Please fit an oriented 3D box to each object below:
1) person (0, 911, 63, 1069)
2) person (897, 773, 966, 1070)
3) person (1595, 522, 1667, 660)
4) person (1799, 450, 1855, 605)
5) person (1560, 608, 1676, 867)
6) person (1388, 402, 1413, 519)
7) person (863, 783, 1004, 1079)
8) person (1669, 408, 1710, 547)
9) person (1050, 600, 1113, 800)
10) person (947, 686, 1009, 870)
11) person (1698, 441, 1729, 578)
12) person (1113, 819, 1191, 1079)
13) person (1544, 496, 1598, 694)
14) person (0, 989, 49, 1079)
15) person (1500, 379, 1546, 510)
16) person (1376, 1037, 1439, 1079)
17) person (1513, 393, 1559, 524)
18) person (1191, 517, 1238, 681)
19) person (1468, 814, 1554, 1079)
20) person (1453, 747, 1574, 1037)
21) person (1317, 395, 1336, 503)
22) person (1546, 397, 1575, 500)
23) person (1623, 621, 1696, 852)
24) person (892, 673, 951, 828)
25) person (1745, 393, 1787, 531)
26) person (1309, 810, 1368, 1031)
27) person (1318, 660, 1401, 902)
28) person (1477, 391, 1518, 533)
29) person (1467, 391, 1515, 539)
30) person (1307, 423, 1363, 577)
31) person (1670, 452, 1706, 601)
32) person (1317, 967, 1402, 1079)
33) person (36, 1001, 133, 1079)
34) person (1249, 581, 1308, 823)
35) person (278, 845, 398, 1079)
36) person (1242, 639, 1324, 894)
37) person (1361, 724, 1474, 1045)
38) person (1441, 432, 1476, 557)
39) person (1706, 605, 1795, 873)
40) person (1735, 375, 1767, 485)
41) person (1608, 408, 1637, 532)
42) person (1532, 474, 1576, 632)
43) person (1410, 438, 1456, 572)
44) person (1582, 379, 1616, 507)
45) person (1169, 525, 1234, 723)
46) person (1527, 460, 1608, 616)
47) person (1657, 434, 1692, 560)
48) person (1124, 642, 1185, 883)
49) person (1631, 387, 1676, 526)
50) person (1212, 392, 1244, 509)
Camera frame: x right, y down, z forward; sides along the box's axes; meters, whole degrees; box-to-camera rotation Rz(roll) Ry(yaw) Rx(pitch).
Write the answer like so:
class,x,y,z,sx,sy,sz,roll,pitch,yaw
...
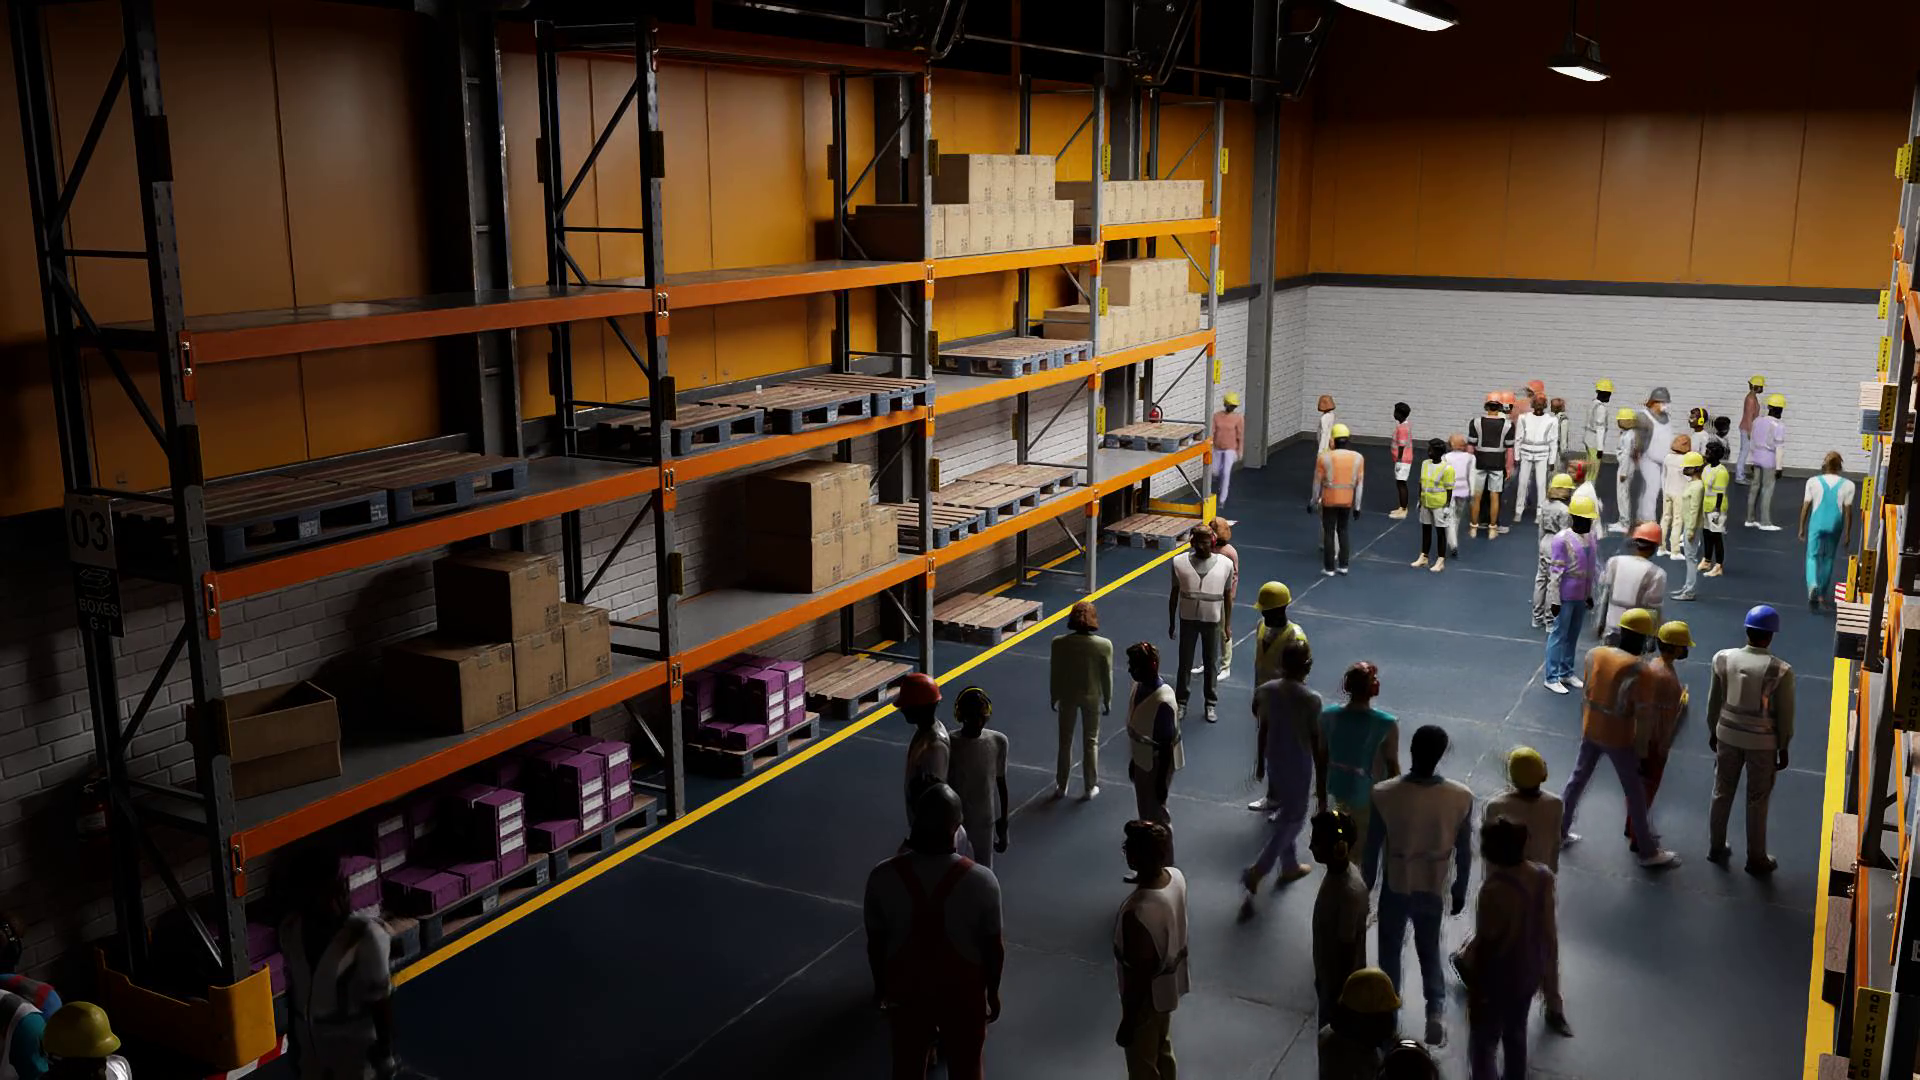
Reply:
class,x,y,z,sx,sy,sz,roll,pitch,yaw
person,-4.156,2.507,7.335,0.633,1.843,0.429,1,13,3
person,-0.172,2.128,9.357,0.317,1.695,0.540,9,16,36
person,5.993,0.783,14.913,0.579,1.903,0.594,-10,16,-37
person,9.949,-0.109,19.114,0.527,1.826,0.717,6,14,24
person,4.818,1.421,12.130,0.515,1.890,0.716,-7,15,-30
person,6.391,-1.154,24.074,0.322,1.688,0.531,3,13,15
person,-0.113,2.183,8.335,0.688,2.000,0.536,2,13,8
person,9.814,-0.844,22.272,0.329,1.872,0.508,1,13,3
person,0.968,1.281,13.318,0.504,1.624,0.295,2,13,8
person,0.064,1.807,10.435,0.510,1.860,0.333,-2,13,-10
person,9.335,-0.386,20.645,0.322,1.690,0.531,0,13,-2
person,0.951,2.285,8.318,0.375,1.843,0.575,6,14,26
person,5.924,0.519,16.043,0.594,1.925,0.376,-9,15,-34
person,-4.178,2.567,7.066,0.627,1.844,0.429,0,13,0
person,8.302,-1.397,24.536,0.625,1.968,0.629,-8,15,-32
person,1.647,2.746,6.271,0.501,1.841,0.349,1,13,5
person,8.203,-1.170,23.723,0.580,1.879,0.347,7,14,27
person,2.530,0.569,16.472,0.279,1.636,0.505,-9,15,-35
person,2.817,2.263,8.514,0.612,1.817,0.631,-6,14,-26
person,3.303,2.002,9.894,0.530,1.724,0.783,-2,13,-10
person,5.522,-1.381,25.214,0.280,1.633,0.503,6,14,24
person,9.028,-1.347,25.083,0.420,1.622,0.532,-2,13,-7
person,5.178,1.444,12.295,0.352,1.757,0.522,4,13,15
person,-0.226,1.765,10.470,0.387,1.929,0.544,-2,13,-9
person,11.311,-1.096,23.277,0.386,1.922,0.594,-3,13,-14
person,1.890,2.251,8.442,0.327,1.863,0.511,1,13,3
person,2.599,1.699,11.005,0.569,1.821,0.811,12,17,43
person,7.486,-1.088,23.114,0.407,1.985,0.616,-3,13,-11
person,7.224,-1.016,22.697,0.611,2.030,0.410,3,13,15
person,4.650,-0.492,20.590,0.613,1.920,0.421,-2,13,-9
person,8.540,-0.162,19.477,0.339,1.761,0.524,4,13,19
person,1.670,2.625,7.058,0.342,1.735,0.486,-4,13,-16
person,-3.454,2.679,6.611,0.403,1.824,0.591,4,13,18
person,2.437,1.241,12.863,0.423,1.909,0.584,-5,14,-21
person,-2.903,2.337,7.854,0.630,1.945,0.565,5,14,21
person,2.228,1.589,11.516,0.781,1.815,0.550,-10,16,-38
person,2.615,1.995,9.512,0.620,1.891,0.582,-1,13,-2
person,6.480,-0.600,21.774,0.522,1.607,0.772,0,13,1
person,5.678,1.422,11.965,0.398,1.943,0.603,-10,16,-38
person,12.656,-1.759,26.627,0.343,1.761,0.526,6,14,25
person,9.235,-0.977,23.186,0.324,1.735,0.491,6,14,24
person,6.512,0.135,18.187,0.313,1.740,0.486,-3,13,-12
person,5.954,-0.445,20.877,0.322,1.697,0.531,-8,15,-30
person,9.548,-1.458,24.921,0.401,1.918,0.589,1,13,6
person,2.195,0.751,15.192,0.570,1.840,0.372,2,13,10
person,7.015,-0.023,18.791,0.991,1.785,0.576,4,13,16
person,9.279,-0.560,21.541,0.263,1.632,0.504,-5,13,-20
person,1.331,1.583,11.517,0.417,1.828,0.561,-3,13,-12
person,9.776,-1.139,23.207,0.691,2.000,0.711,-8,15,-33
person,3.953,-1.353,24.870,0.545,1.722,0.599,4,13,18
